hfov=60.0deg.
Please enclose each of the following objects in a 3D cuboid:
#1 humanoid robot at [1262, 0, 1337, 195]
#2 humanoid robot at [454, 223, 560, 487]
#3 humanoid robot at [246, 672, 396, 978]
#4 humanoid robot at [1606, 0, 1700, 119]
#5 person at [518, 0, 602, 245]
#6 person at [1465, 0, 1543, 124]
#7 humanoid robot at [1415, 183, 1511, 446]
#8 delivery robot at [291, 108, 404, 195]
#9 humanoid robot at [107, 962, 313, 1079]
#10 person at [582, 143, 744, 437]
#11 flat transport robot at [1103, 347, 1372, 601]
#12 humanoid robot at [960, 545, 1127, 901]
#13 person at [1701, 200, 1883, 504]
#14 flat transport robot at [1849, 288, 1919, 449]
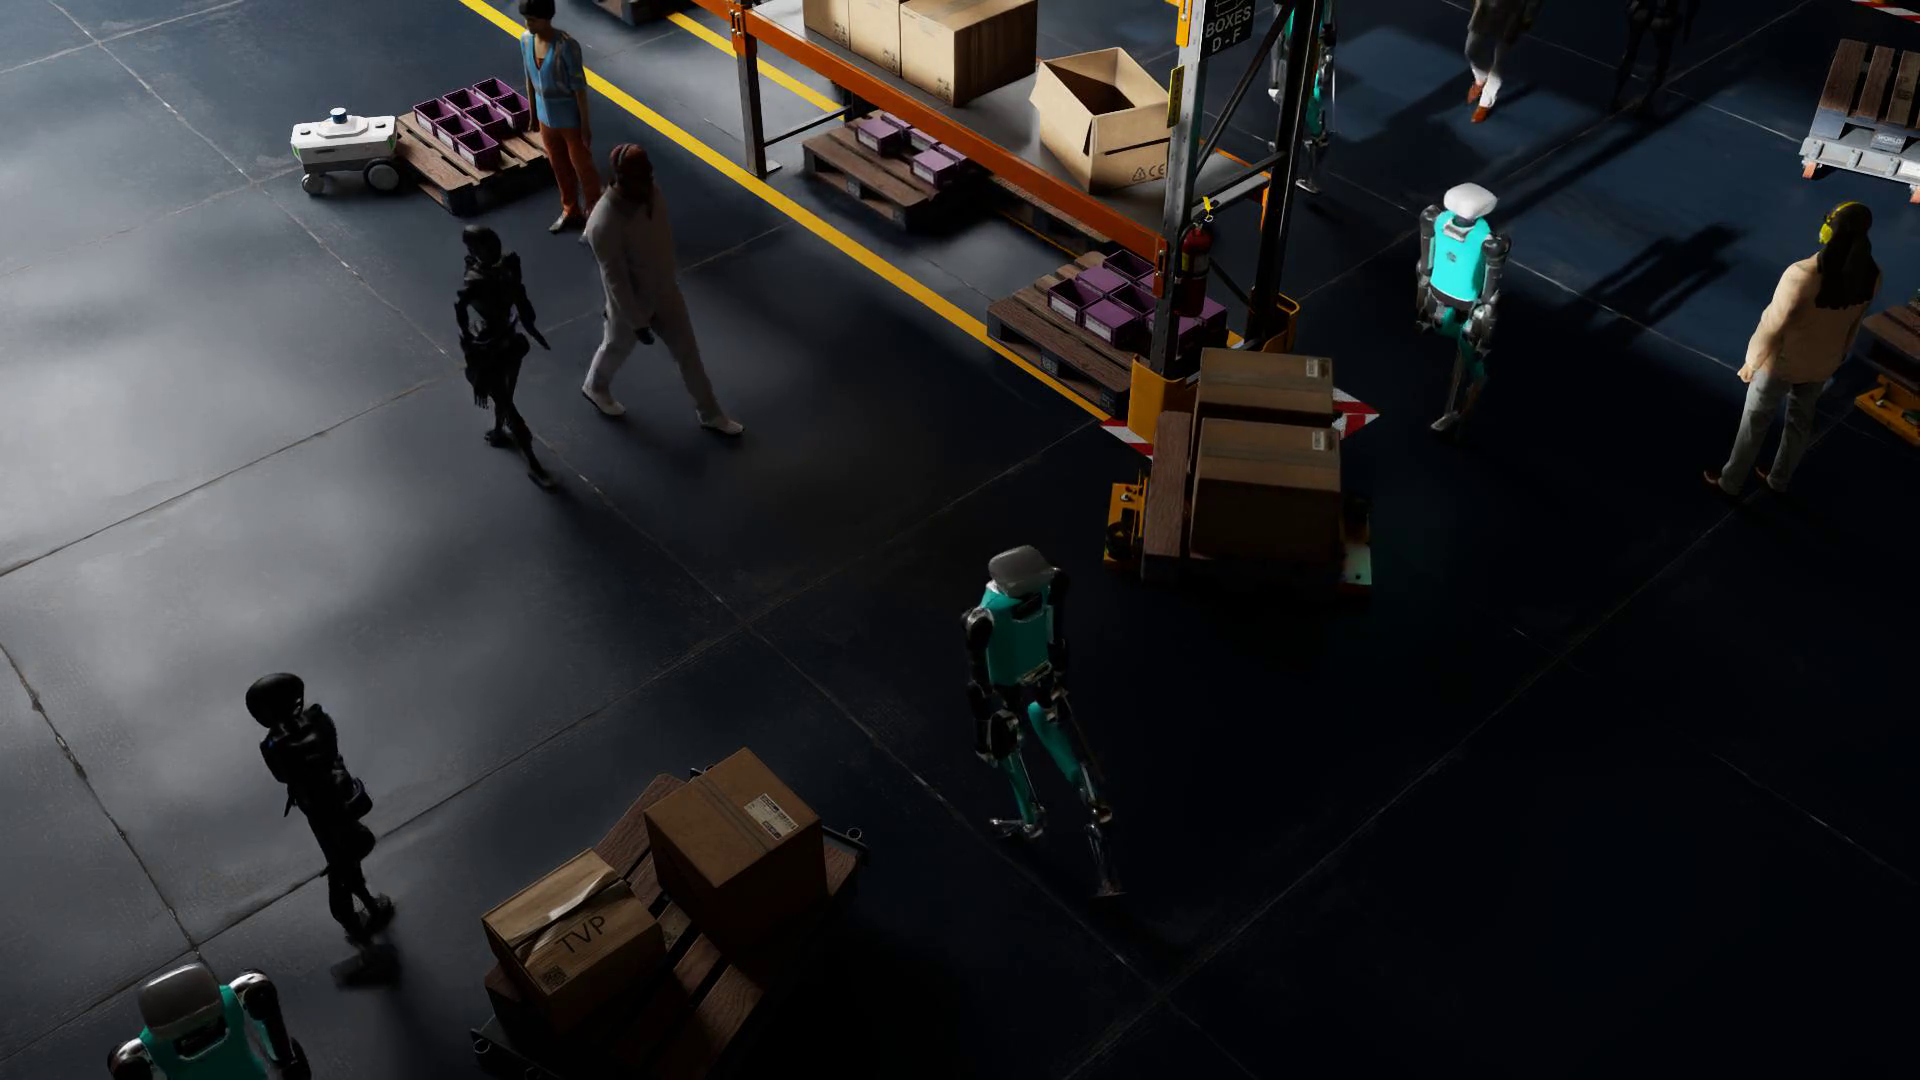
[{"bbox_3d":[2.432,-3.154,11.431,0.541,1.730,1.006,-19,46,-20],"label":"humanoid robot"},{"bbox_3d":[-2.550,-1.066,9.229,0.678,1.636,0.603,17,45,18],"label":"humanoid robot"},{"bbox_3d":[-2.626,1.126,6.824,0.359,1.646,0.612,-31,51,-29],"label":"humanoid robot"},{"bbox_3d":[5.215,-3.973,12.396,0.416,1.643,0.612,-24,48,-24],"label":"humanoid robot"},{"bbox_3d":[-2.659,-2.807,11.049,0.495,1.759,0.335,21,46,21],"label":"person"},{"bbox_3d":[4.012,-3.949,12.247,0.533,1.818,0.414,24,48,24],"label":"person"},{"bbox_3d":[2.889,-1.260,9.441,0.799,1.844,0.548,-32,52,-30],"label":"humanoid robot"},{"bbox_3d":[-4.369,-2.805,11.947,0.809,0.611,0.499,-7,43,-8],"label":"delivery robot"},{"bbox_3d":[-2.264,2.229,5.627,0.556,1.839,0.883,-32,51,-30],"label":"humanoid robot"},{"bbox_3d":[-1.823,-1.417,9.466,1.029,1.857,0.633,21,47,21],"label":"person"},{"bbox_3d":[1.530,-0.050,9.150,1.431,0.231,0.659,6,43,6],"label":"flat transport robot"},{"bbox_3d":[0.457,0.920,7.044,0.536,1.775,0.988,-30,50,-29],"label":"humanoid robot"},{"bbox_3d":[4.522,-0.972,8.977,0.554,1.869,0.391,-4,43,-4],"label":"person"},{"bbox_3d":[6.201,-0.901,10.075,1.431,0.231,0.659,-19,46,-20],"label":"flat transport robot"}]
